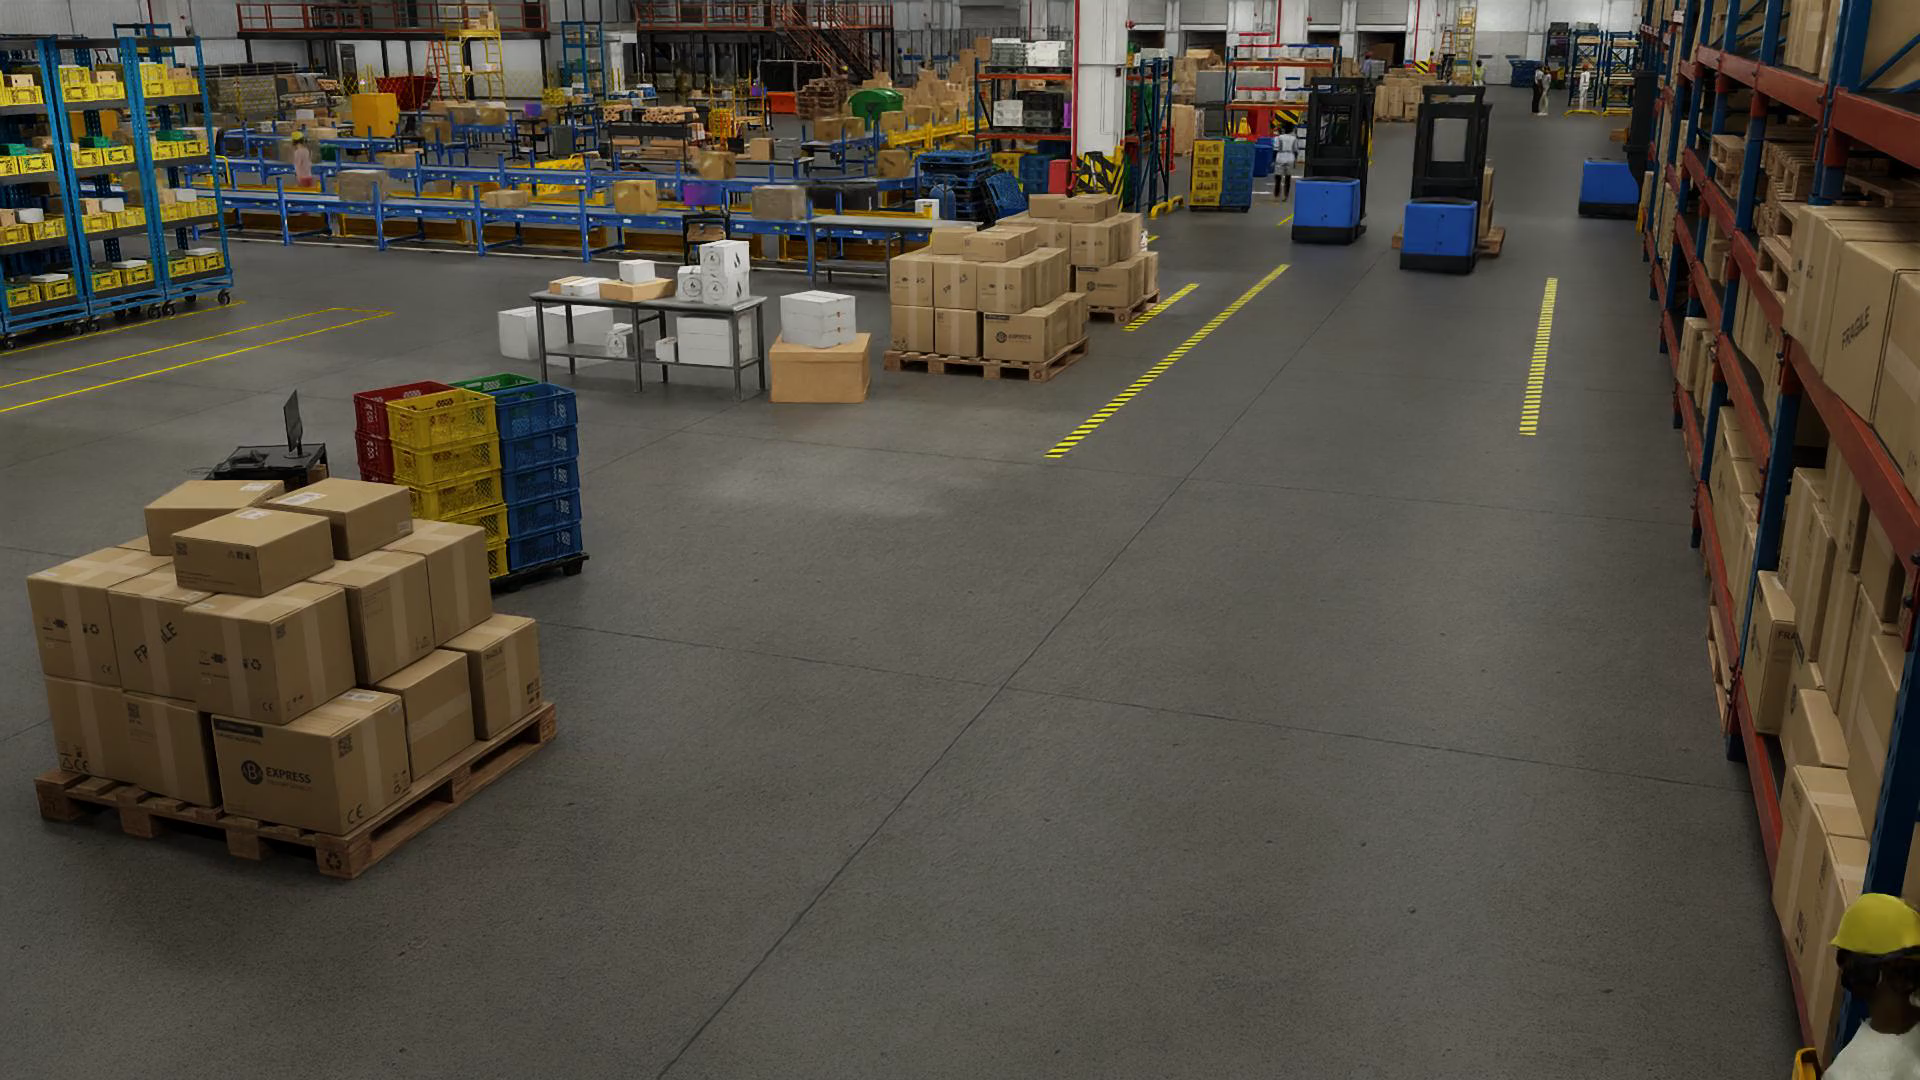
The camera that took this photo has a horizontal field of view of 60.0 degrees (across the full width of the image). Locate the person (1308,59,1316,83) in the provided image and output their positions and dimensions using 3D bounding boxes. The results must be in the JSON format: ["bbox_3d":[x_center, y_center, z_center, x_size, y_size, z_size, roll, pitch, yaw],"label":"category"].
[{"bbox_3d":[19.758,-26.635,93.281,0.379,1.995,0.622,6,19,18],"label":"person"}]

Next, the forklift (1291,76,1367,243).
[{"bbox_3d":[6.598,-6.755,29.381,1.129,2.768,1.873,6,19,19],"label":"forklift"}]

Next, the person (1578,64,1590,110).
[{"bbox_3d":[24.808,-17.958,66.198,0.584,1.882,0.346,-15,23,-39],"label":"person"}]

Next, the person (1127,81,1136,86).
[{"bbox_3d":[6.695,-17.970,66.220,0.792,1.887,0.609,1,18,2],"label":"person"}]

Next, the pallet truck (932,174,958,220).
[{"bbox_3d":[-0.507,-5.292,27.348,0.653,1.274,1.630,6,19,19],"label":"pallet truck"}]

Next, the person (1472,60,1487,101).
[{"bbox_3d":[23.410,-20.723,74.999,0.463,1.821,0.651,-16,24,-41],"label":"person"}]

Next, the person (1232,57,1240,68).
[{"bbox_3d":[13.131,-22.129,79.439,0.621,1.818,0.871,-12,22,-34],"label":"person"}]

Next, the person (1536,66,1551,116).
[{"bbox_3d":[22.732,-17.431,64.579,0.335,1.865,0.519,-3,18,-8],"label":"person"}]

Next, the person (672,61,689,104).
[{"bbox_3d":[-12.270,-19.998,72.728,0.678,1.822,0.510,-4,18,-11],"label":"person"}]

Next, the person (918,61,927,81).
[{"bbox_3d":[-1.587,-19.610,71.452,0.510,1.856,0.386,10,20,28],"label":"person"}]

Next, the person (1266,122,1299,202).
[{"bbox_3d":[6.852,-8.014,35.326,0.672,1.674,0.318,-1,18,-4],"label":"person"}]

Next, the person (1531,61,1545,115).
[{"bbox_3d":[22.691,-17.688,65.097,0.536,2.000,0.673,2,18,5],"label":"person"}]

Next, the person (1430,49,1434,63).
[{"bbox_3d":[25.730,-25.899,91.094,0.392,1.918,0.589,-4,18,-13],"label":"person"}]

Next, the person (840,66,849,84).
[{"bbox_3d":[-4.677,-18.580,68.421,0.903,1.724,0.535,12,21,34],"label":"person"}]

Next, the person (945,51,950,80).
[{"bbox_3d":[-0.548,-25.661,90.451,0.580,1.858,0.793,-15,23,-38],"label":"person"}]

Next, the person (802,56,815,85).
[{"bbox_3d":[-6.871,-21.047,75.771,0.622,1.965,0.361,3,18,11],"label":"person"}]

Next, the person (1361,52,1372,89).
[{"bbox_3d":[20.940,-24.158,85.687,1.017,1.879,0.561,-7,19,-22],"label":"person"}]

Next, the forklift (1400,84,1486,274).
[{"bbox_3d":[7.610,-5.687,26.023,1.129,2.768,1.873,6,19,19],"label":"forklift"}]

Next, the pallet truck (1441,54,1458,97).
[{"bbox_3d":[22.765,-21.886,78.355,0.823,1.965,1.885,-4,18,-14],"label":"pallet truck"}]

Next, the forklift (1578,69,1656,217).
[{"bbox_3d":[13.219,-7.740,32.475,1.873,2.768,1.129,6,19,18],"label":"forklift"}]

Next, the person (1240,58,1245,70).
[{"bbox_3d":[13.652,-22.431,80.268,0.954,1.882,0.660,7,19,21],"label":"person"}]

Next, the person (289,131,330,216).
[{"bbox_3d":[-12.474,-6.918,31.722,0.654,1.745,0.537,2,18,7],"label":"person"}]

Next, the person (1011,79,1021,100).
[{"bbox_3d":[2.086,-16.875,62.732,0.420,1.920,0.579,5,18,15],"label":"person"}]

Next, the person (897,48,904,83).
[{"bbox_3d":[-3.345,-26.643,93.383,0.388,1.947,0.614,1,18,3],"label":"person"}]

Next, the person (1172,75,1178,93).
[{"bbox_3d":[7.209,-15.115,57.400,0.806,1.806,0.592,7,19,20],"label":"person"}]

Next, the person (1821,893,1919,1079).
[{"bbox_3d":[2.370,1.778,4.478,0.838,1.699,0.594,16,23,40],"label":"person"}]
